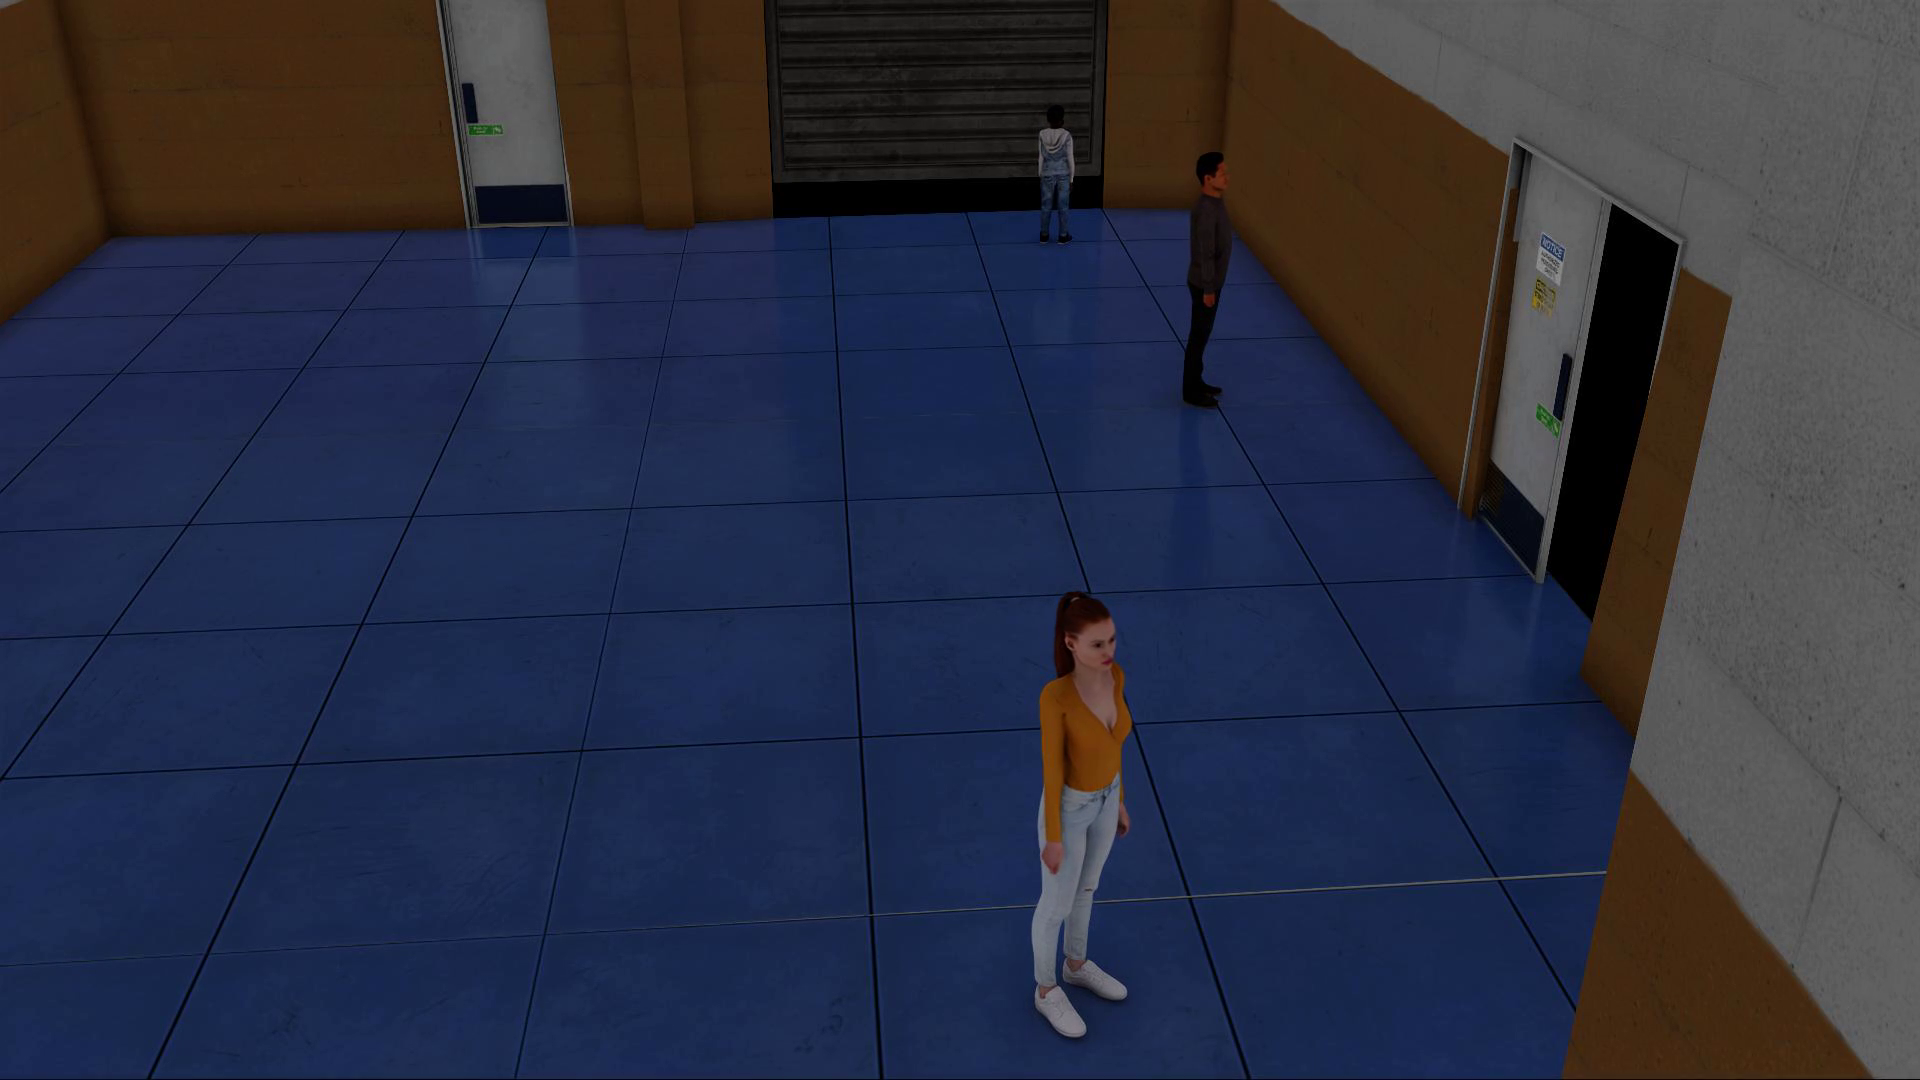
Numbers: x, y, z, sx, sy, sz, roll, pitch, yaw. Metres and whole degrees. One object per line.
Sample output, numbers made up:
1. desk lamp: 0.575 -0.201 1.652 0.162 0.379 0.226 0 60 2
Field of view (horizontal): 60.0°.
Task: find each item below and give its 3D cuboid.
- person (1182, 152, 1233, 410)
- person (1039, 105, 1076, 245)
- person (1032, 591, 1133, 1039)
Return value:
1. person: 1.702 -1.807 11.532 0.642 1.769 0.699 4 27 7
2. person: 0.860 -3.304 15.046 0.513 1.261 0.602 7 28 13
3. person: 0.430 0.986 6.046 0.750 1.750 0.682 24 35 38
